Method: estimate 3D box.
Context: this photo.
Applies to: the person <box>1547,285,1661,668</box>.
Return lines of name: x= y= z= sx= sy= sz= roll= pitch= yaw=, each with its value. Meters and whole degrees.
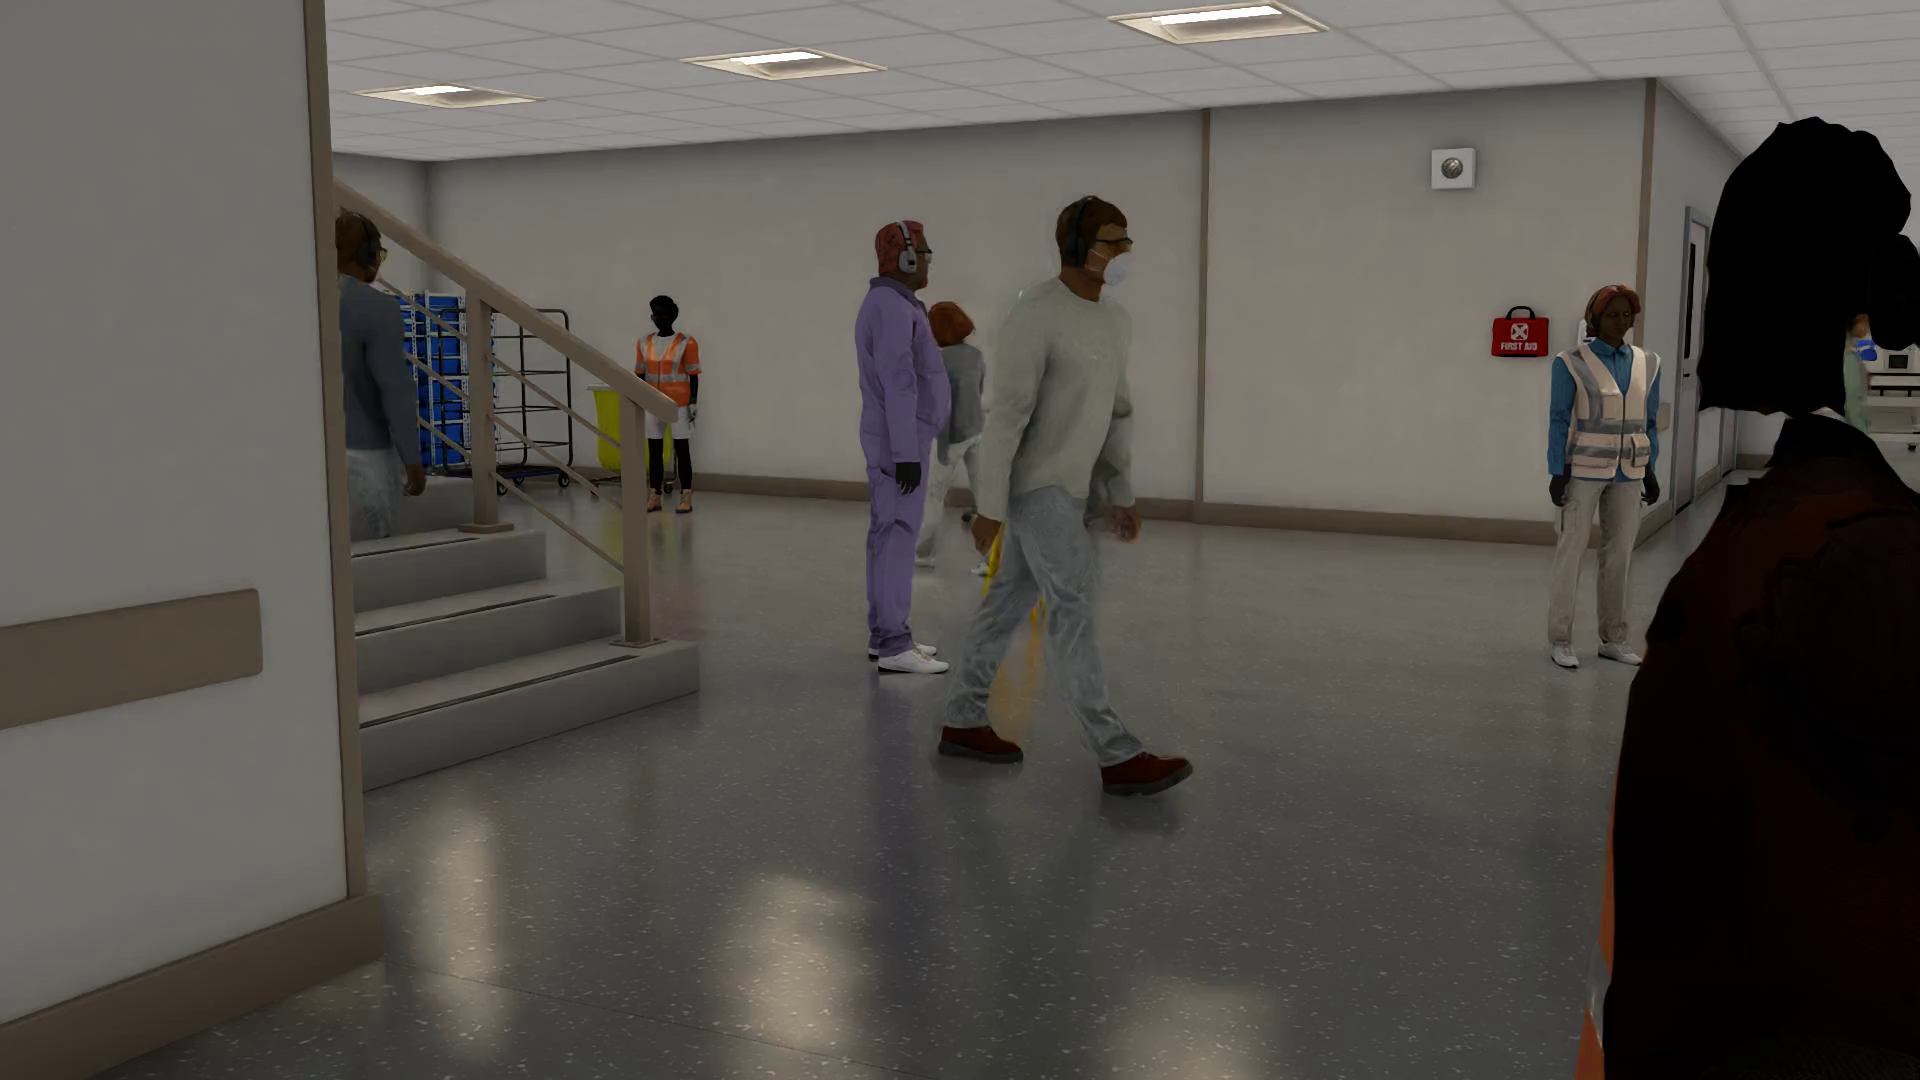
person: x=2.763 y=-0.269 z=7.152 sx=0.523 sy=1.639 sz=0.306 roll=-1 pitch=8 yaw=-11

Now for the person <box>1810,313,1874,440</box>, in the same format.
person: x=5.214 y=-0.605 z=9.838 sx=0.354 sy=1.620 sz=0.590 roll=3 pitch=8 yaw=21

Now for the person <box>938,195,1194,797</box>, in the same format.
person: x=0.322 y=-0.146 z=5.353 sx=0.997 sy=1.879 sz=0.634 roll=4 pitch=8 yaw=28

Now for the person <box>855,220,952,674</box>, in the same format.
person: x=-0.237 y=-0.394 z=7.095 sx=0.407 sy=1.909 sz=0.641 roll=-1 pitch=7 yaw=-8

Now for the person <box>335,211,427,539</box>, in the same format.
person: x=-2.441 y=-0.360 z=6.747 sx=0.645 sy=1.922 sz=0.442 roll=5 pitch=9 yaw=34

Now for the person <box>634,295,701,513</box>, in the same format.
person: x=-2.282 y=-1.050 z=12.944 sx=0.542 sy=1.695 sz=0.316 roll=2 pitch=8 yaw=13

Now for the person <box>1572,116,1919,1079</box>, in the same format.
person: x=0.517 y=0.529 z=1.016 sx=0.308 sy=1.640 sz=0.511 roll=5 pitch=9 yaw=35

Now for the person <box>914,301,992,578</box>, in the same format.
person: x=-0.074 y=-0.583 z=9.701 sx=0.832 sy=1.592 sz=0.535 roll=6 pitch=10 yaw=41
